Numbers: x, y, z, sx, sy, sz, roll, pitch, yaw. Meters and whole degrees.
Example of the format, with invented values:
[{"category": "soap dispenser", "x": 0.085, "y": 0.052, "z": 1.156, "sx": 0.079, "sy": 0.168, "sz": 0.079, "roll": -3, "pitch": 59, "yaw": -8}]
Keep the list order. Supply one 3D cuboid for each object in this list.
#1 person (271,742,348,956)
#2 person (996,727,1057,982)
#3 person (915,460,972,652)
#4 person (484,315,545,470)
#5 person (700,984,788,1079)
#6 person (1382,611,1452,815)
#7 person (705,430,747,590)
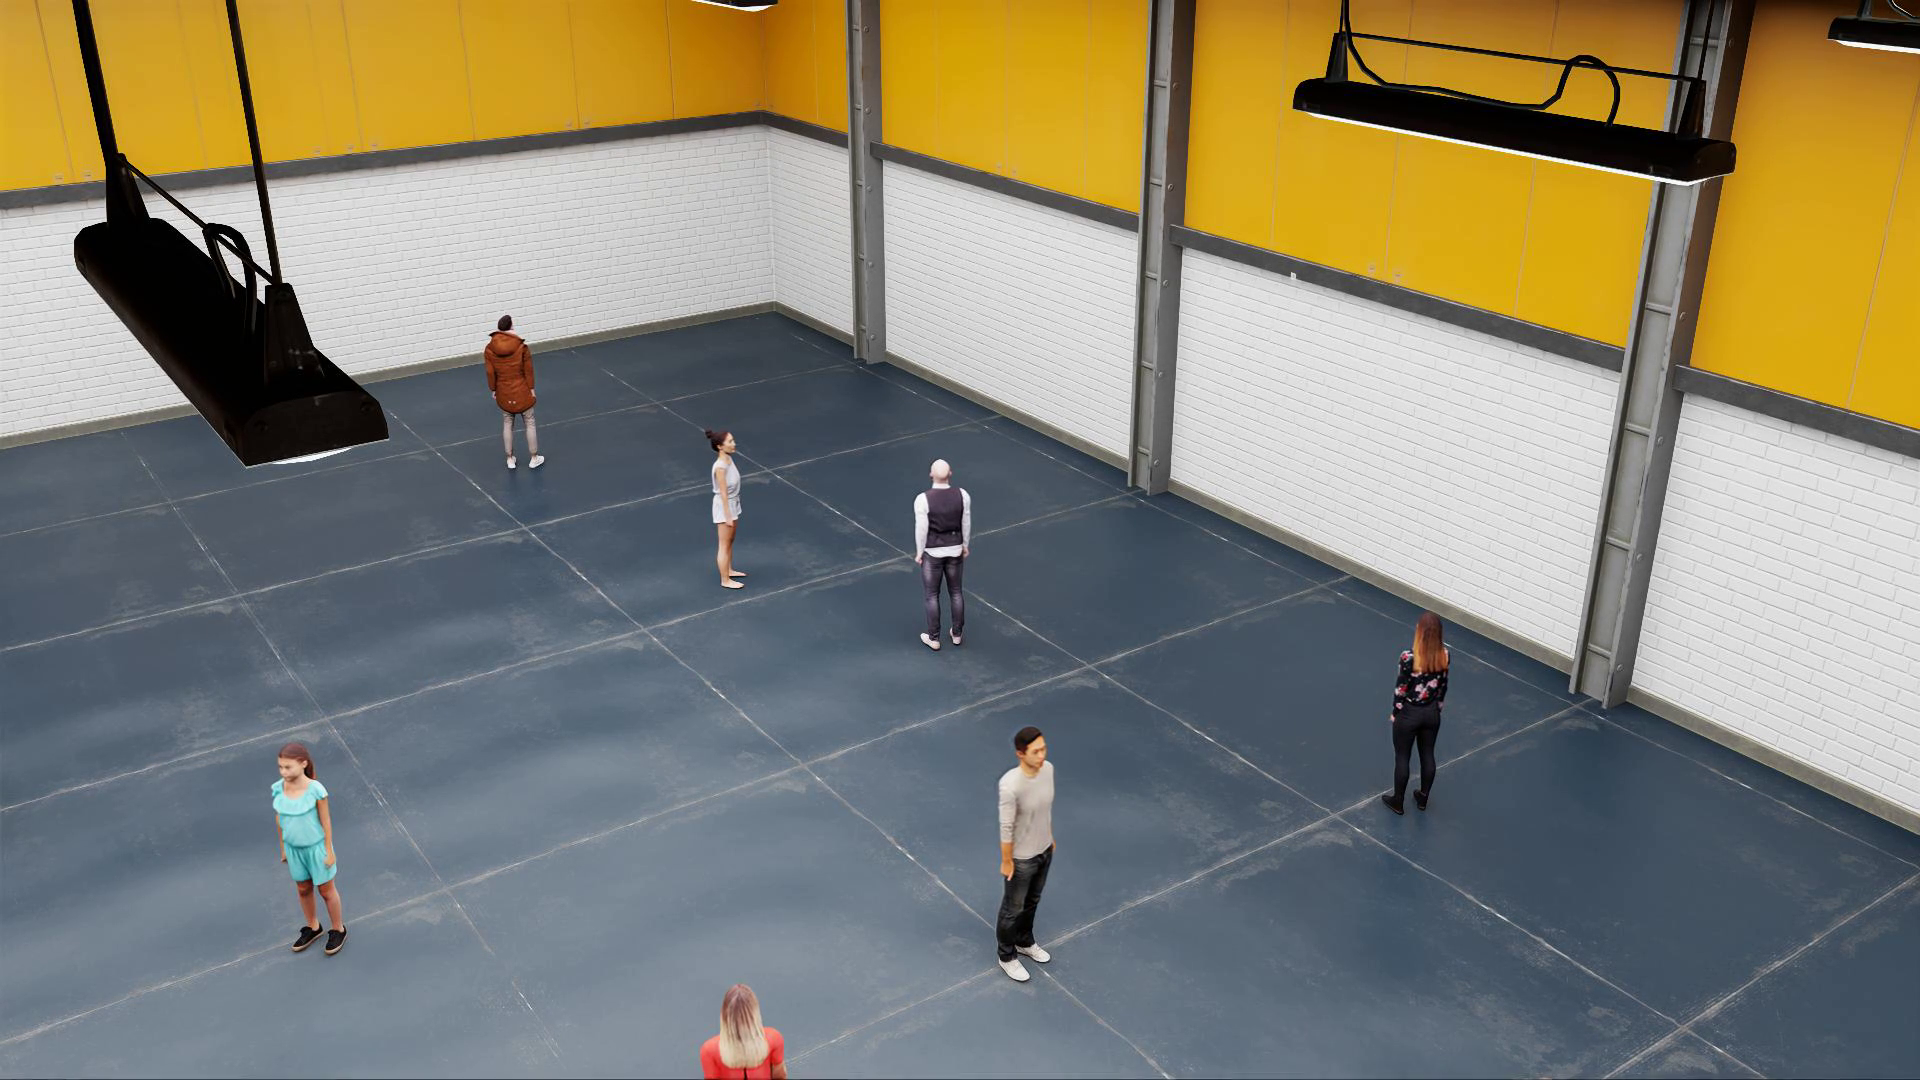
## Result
[{"category": "person", "x": -4.355, "y": 2.043, "z": 11.110, "sx": 0.644, "sy": 1.558, "sz": 0.705, "roll": 4, "pitch": 24, "yaw": 10}, {"category": "person", "x": 0.425, "y": 2.009, "z": 10.872, "sx": 0.625, "sy": 1.811, "sz": 0.712, "roll": 19, "pitch": 30, "yaw": 37}, {"category": "person", "x": -0.163, "y": 0.126, "z": 15.164, "sx": 0.740, "sy": 1.824, "sz": 0.678, "roll": -9, "pitch": 25, "yaw": -20}, {"category": "person", "x": -5.192, "y": -1.725, "z": 19.379, "sx": 0.851, "sy": 1.839, "sz": 0.893, "roll": 0, "pitch": 24, "yaw": -1}, {"category": "person", "x": -1.111, "y": 3.034, "z": 8.674, "sx": 0.652, "sy": 1.693, "sz": 0.623, "roll": -7, "pitch": 25, "yaw": -16}, {"category": "person", "x": 3.487, "y": 1.307, "z": 12.637, "sx": 0.635, "sy": 1.684, "sz": 0.620, "roll": -5, "pitch": 24, "yaw": -12}, {"category": "person", "x": -2.315, "y": -0.324, "z": 16.471, "sx": 0.729, "sy": 1.602, "sz": 0.653, "roll": 1, "pitch": 24, "yaw": 1}]
